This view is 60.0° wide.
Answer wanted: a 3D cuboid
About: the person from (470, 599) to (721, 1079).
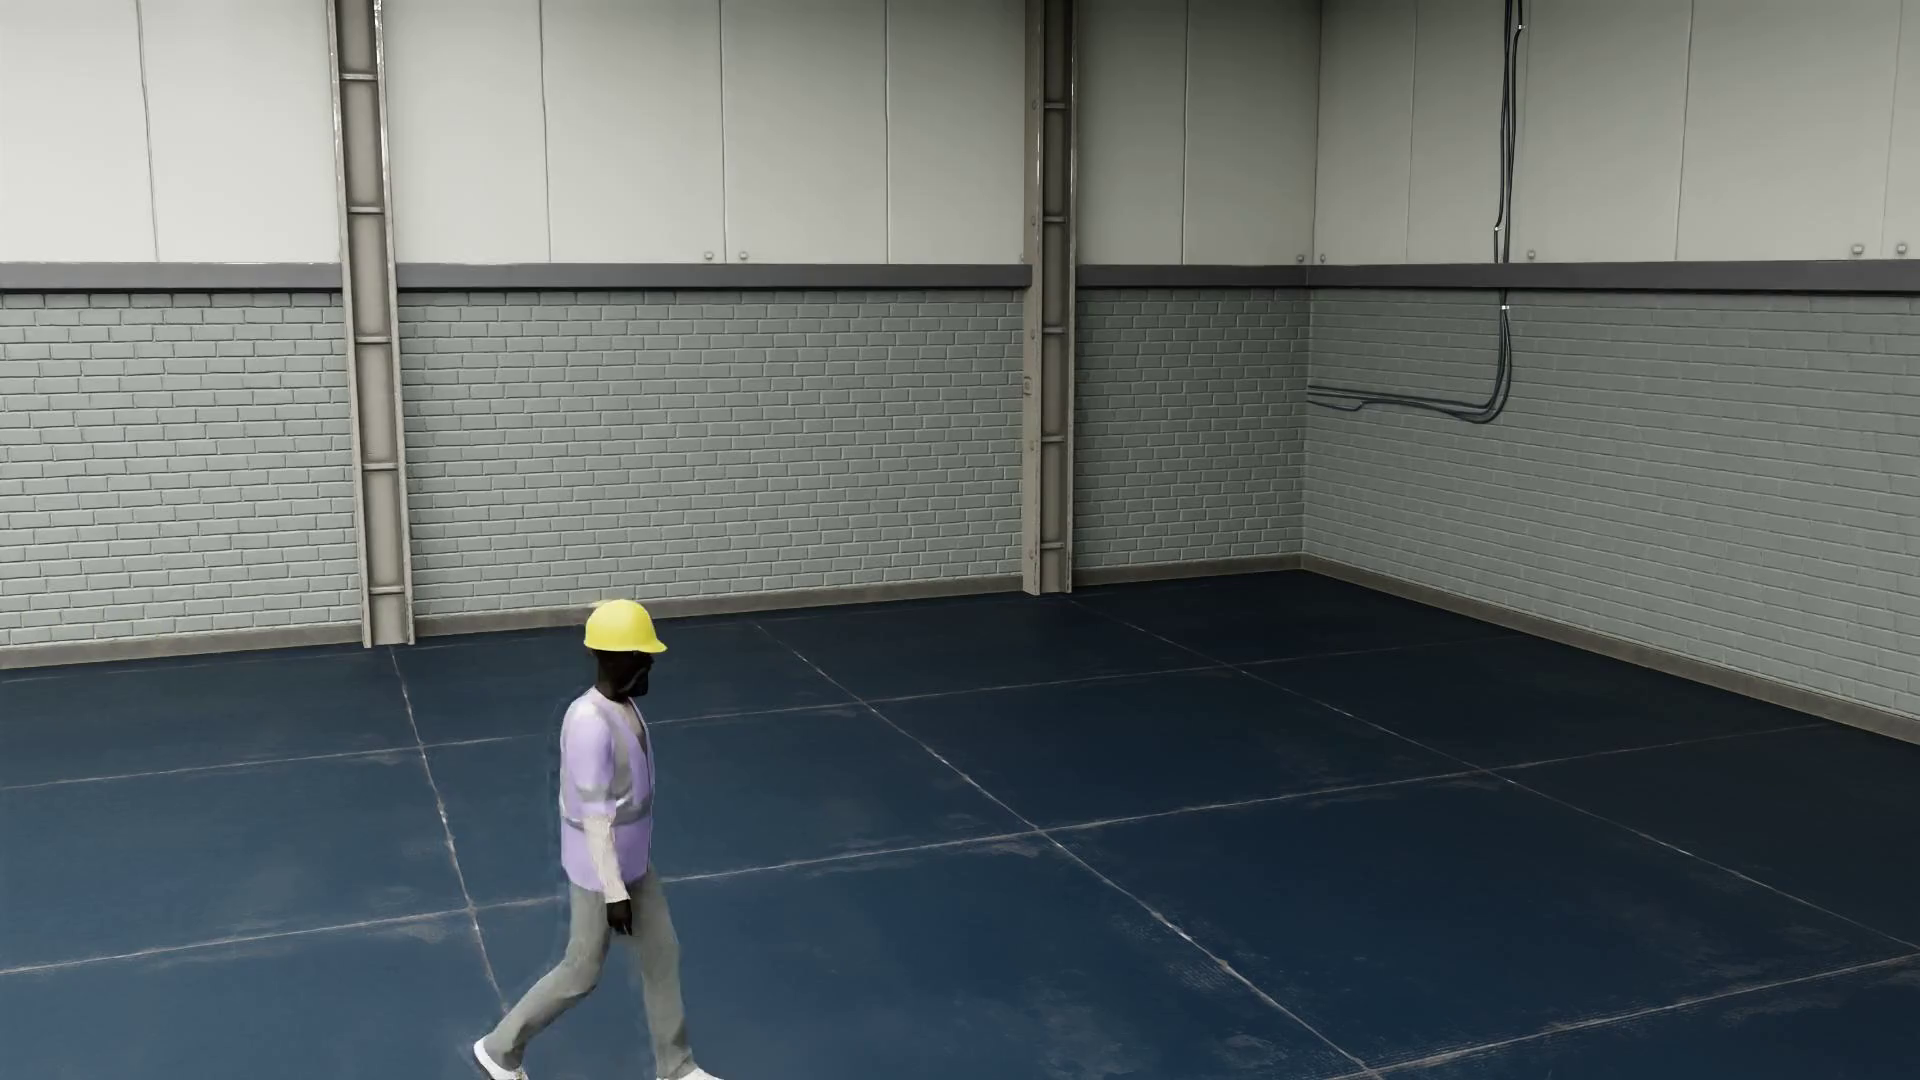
[{"bbox_3d":[-1.327,1.143,6.026,0.905,1.894,0.586,1,9,5],"label":"person"}]
